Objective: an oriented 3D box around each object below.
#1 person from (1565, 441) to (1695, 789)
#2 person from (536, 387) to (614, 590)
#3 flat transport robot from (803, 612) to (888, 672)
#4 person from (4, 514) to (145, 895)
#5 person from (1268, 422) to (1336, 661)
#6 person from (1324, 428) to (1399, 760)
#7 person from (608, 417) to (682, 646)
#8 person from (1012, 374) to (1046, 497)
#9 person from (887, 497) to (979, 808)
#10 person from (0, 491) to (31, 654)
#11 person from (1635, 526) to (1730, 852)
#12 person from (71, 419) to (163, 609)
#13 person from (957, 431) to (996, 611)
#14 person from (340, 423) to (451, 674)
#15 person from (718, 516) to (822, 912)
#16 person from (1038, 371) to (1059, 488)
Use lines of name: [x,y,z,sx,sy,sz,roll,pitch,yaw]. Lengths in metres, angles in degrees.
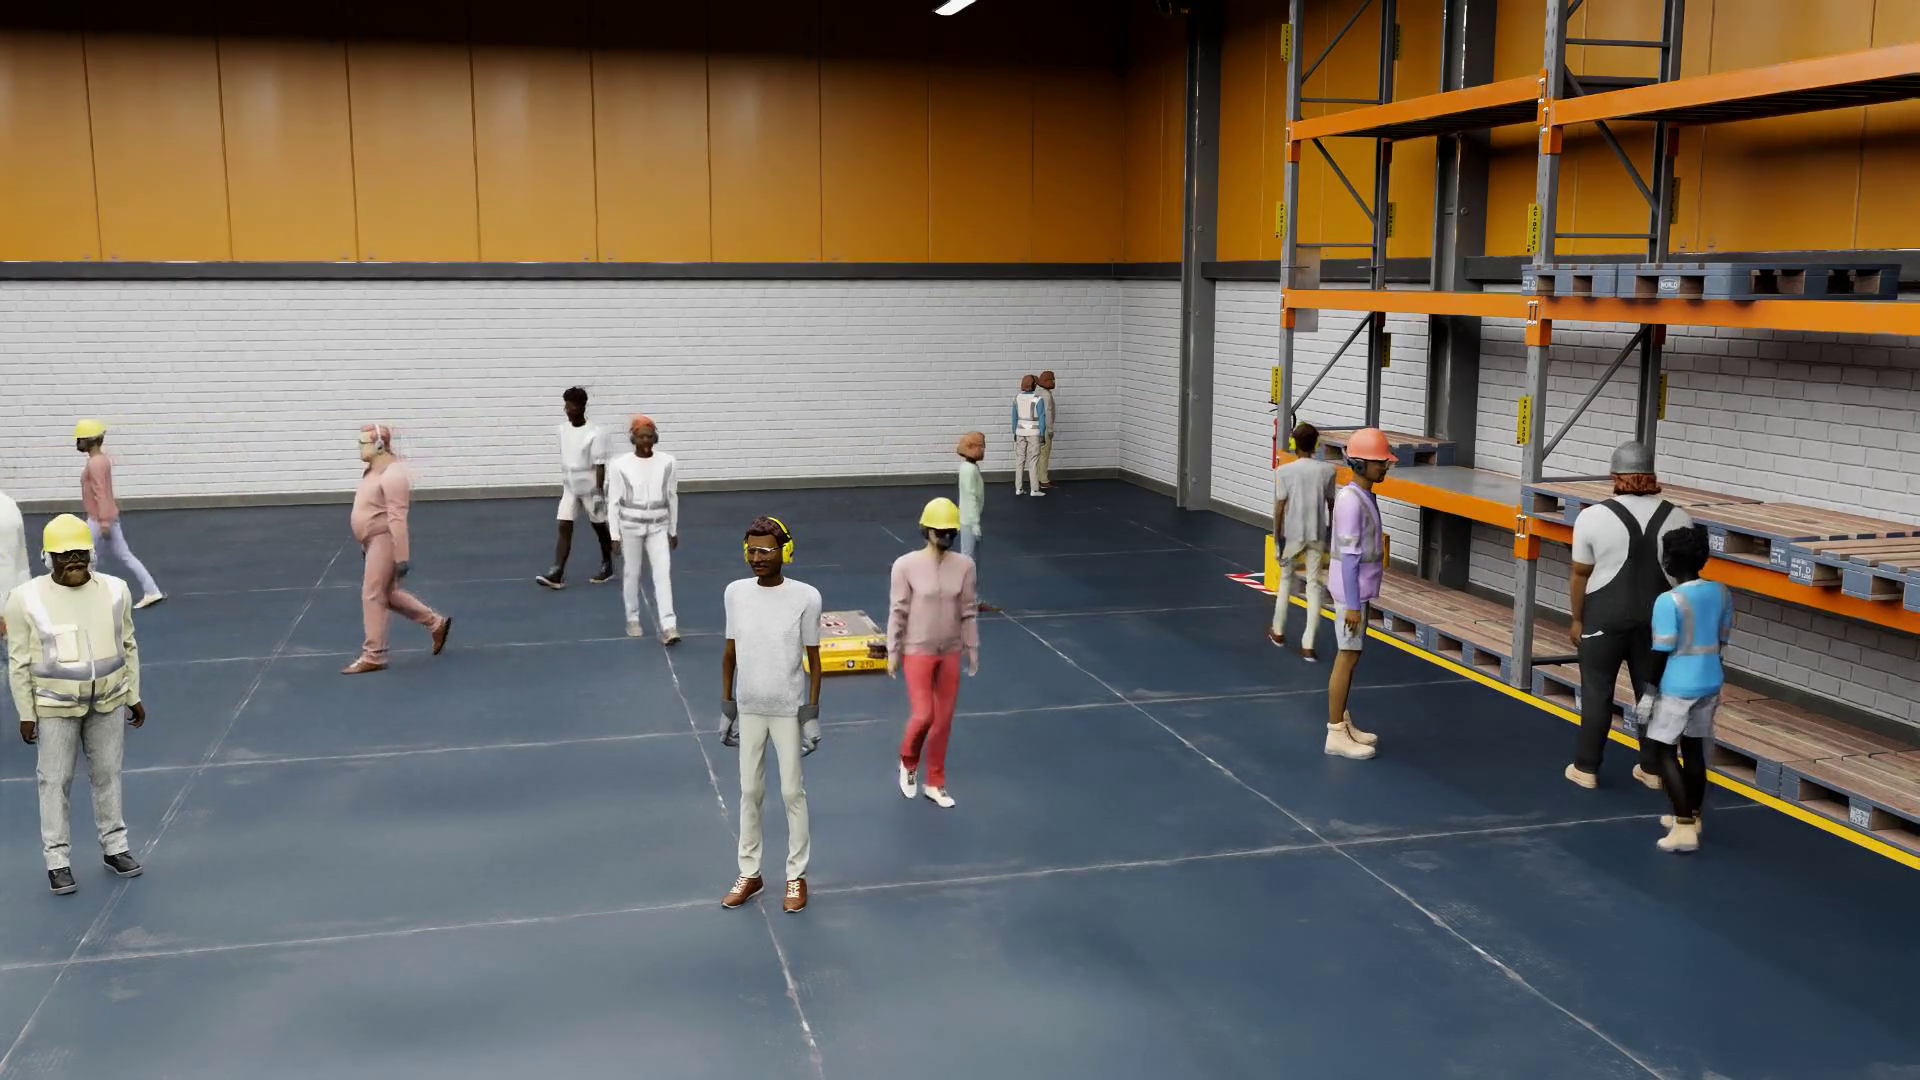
person: [3.866,0.423,9.681,0.682,2.000,0.536,0,9,3]
person: [-3.613,-0.485,15.735,0.624,1.907,1.007,5,10,26]
flat transport robot: [-0.978,0.769,13.025,0.652,0.197,1.431,-2,9,-13]
person: [-4.279,0.780,8.096,0.403,1.834,0.588,8,12,42]
person: [2.689,-0.013,13.056,0.525,1.845,0.748,0,9,2]
person: [2.487,0.321,10.312,0.393,2.041,0.614,3,10,18]
person: [-2.536,-0.069,13.418,0.590,1.828,0.959,-4,10,-21]
person: [0.925,-1.395,22.279,0.523,1.639,0.309,7,11,37]
person: [-0.130,0.632,9.244,0.541,1.752,0.362,-5,10,-29]
person: [-5.991,0.362,10.537,0.979,1.905,0.640,-8,12,-41]
person: [3.801,0.773,8.643,0.564,1.684,0.465,-5,11,-30]
person: [-7.532,-0.206,14.612,0.918,1.720,0.542,-3,10,-19]
person: [0.113,-0.141,14.508,0.323,1.640,0.501,0,9,2]
person: [-4.290,0.045,12.533,0.792,1.885,0.649,-5,10,-28]
person: [-0.896,0.810,7.796,0.508,1.872,0.328,2,9,12]
person: [1.212,-1.542,23.208,0.281,1.634,0.498,-2,9,-9]
